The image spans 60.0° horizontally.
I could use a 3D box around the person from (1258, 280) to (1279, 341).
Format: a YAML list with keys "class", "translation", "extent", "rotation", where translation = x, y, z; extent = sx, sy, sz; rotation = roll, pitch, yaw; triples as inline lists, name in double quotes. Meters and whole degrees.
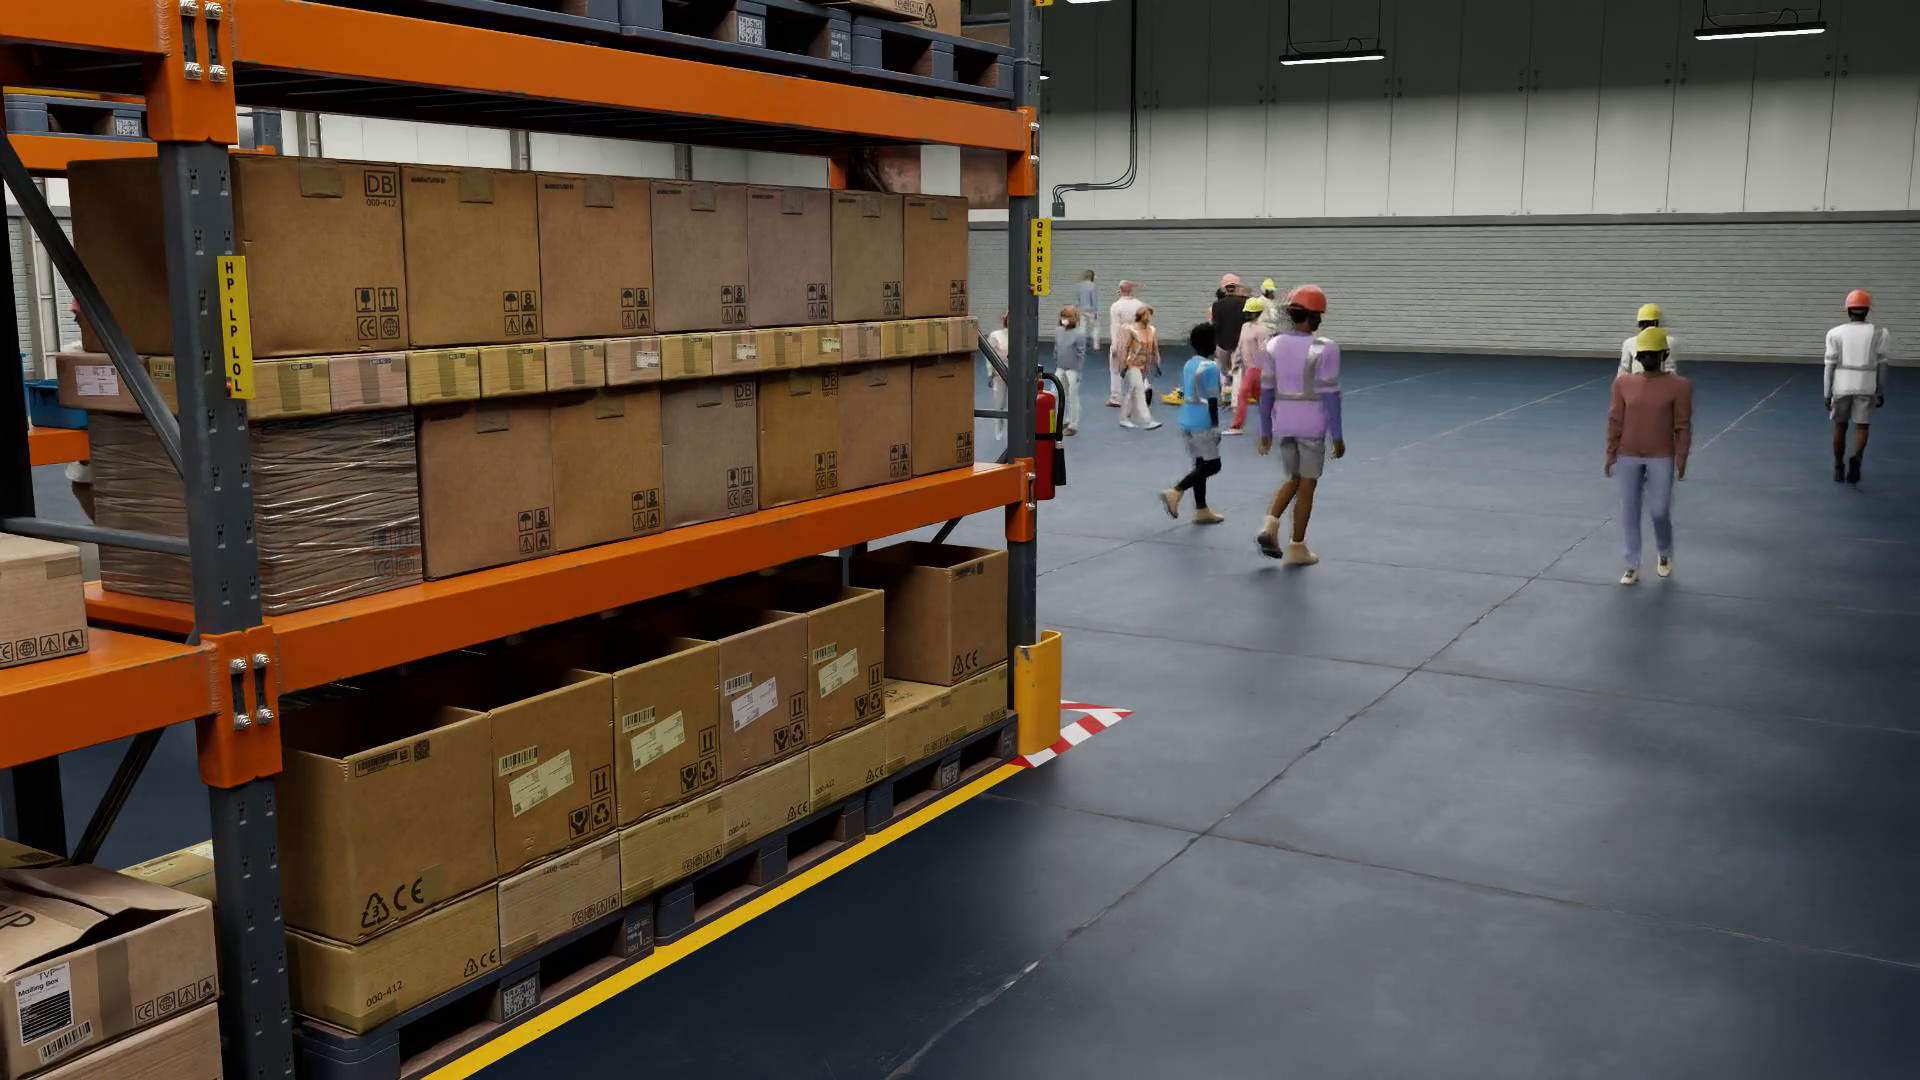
- class: "person"
  translation: [5.449, -3.699, 29.529]
  extent: [0.407, 1.804, 0.647]
  rotation: [7, 12, 34]

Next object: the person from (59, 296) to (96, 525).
- class: "person"
  translation: [-5.984, -0.759, 11.624]
  extent: [0.423, 2.027, 0.617]
  rotation: [6, 12, 33]

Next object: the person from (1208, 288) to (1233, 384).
- class: "person"
  translation: [4.597, -3.555, 28.986]
  extent: [0.549, 1.676, 0.365]
  rotation: [1, 10, 7]

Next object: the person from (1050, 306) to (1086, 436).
- class: "person"
  translation: [1.313, -2.076, 20.517]
  extent: [0.518, 1.613, 0.436]
  rotation: [9, 13, 42]

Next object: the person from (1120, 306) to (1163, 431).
- class: "person"
  translation: [2.325, -2.207, 21.360]
  extent: [0.521, 1.592, 0.815]
  rotation: [-9, 13, -42]

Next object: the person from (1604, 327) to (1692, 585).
- class: "person"
  translation: [4.650, -0.562, 11.267]
  extent: [0.525, 1.759, 0.399]
  rotation: [7, 12, 36]

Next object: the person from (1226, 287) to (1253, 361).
- class: "person"
  translation: [5.875, -4.457, 34.513]
  extent: [0.830, 1.597, 0.503]
  rotation: [0, 10, -2]

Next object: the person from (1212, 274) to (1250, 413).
- class: "person"
  translation: [3.851, -2.810, 23.818]
  extent: [0.615, 1.965, 0.746]
  rotation: [-1, 10, -8]

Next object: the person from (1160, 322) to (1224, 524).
- class: "person"
  translation: [1.941, -0.949, 13.696]
  extent: [0.553, 1.683, 0.543]
  rotation: [-2, 10, -13]

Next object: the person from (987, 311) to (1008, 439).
- class: "person"
  translation: [0.580, -1.932, 19.698]
  extent: [0.521, 1.612, 0.699]
  rotation: [0, 10, 0]

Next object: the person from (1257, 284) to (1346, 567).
- class: "person"
  translation: [2.439, -0.802, 11.862]
  extent: [0.472, 2.025, 0.616]
  rotation: [-8, 12, -38]

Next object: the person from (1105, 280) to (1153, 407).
- class: "person"
  translation: [2.480, -2.862, 24.384]
  extent: [0.650, 1.882, 0.799]
  rotation: [-7, 12, -36]

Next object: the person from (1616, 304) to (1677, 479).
- class: "person"
  translation: [6.807, -1.472, 16.613]
  extent: [0.556, 1.734, 0.754]
  rotation: [9, 14, 44]

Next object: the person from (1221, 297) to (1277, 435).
- class: "person"
  translation: [3.715, -2.164, 20.736]
  extent: [0.882, 1.718, 0.533]
  rotation: [-2, 10, -14]

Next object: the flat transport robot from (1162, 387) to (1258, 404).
- class: "flat transport robot"
  translation: [3.839, -2.194, 25.160]
  extent: [1.431, 0.197, 0.652]
  rotation: [-3, 10, -18]

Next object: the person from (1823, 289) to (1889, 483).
- class: "person"
  translation: [8.677, -1.477, 16.157]
  extent: [0.552, 1.914, 0.750]
  rotation: [6, 11, 30]

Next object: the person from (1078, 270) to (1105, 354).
- class: "person"
  translation: [2.990, -5.156, 37.703]
  extent: [0.825, 1.908, 0.662]
  rotation: [-8, 12, -38]
